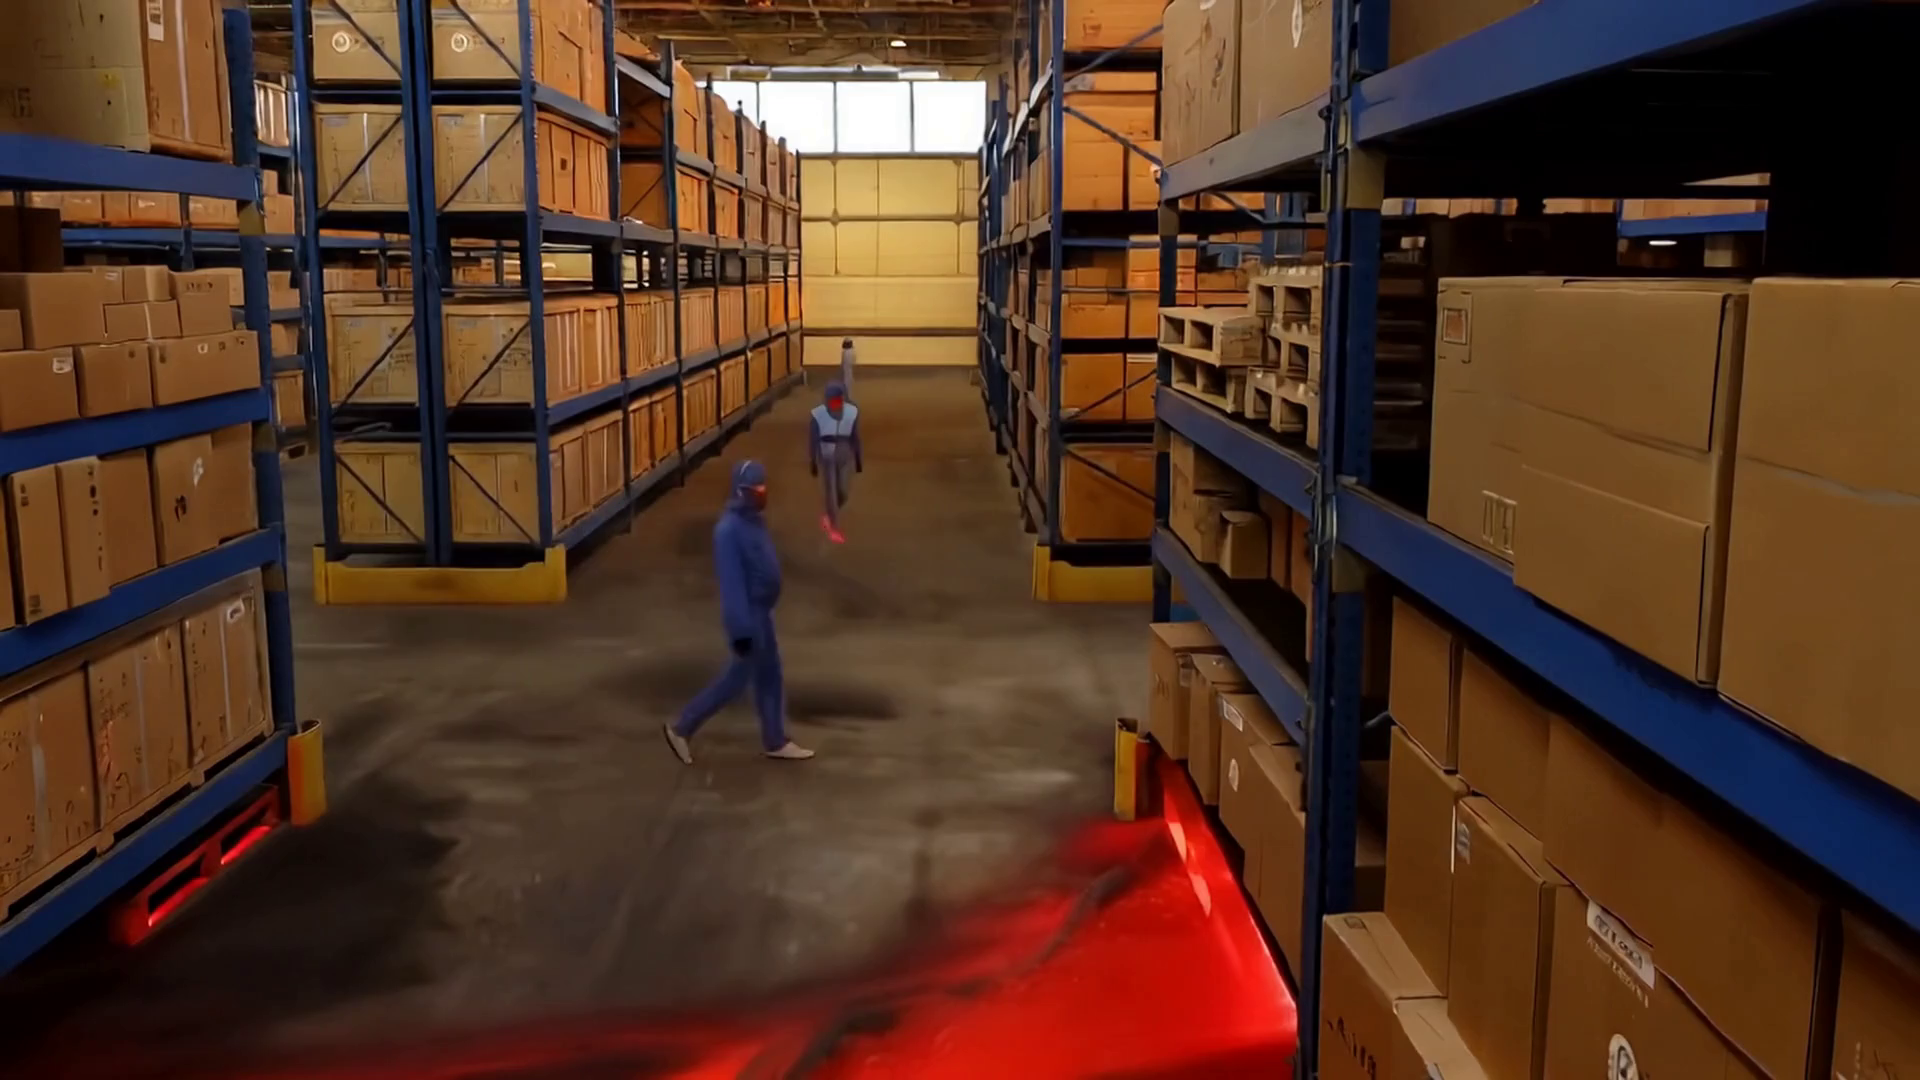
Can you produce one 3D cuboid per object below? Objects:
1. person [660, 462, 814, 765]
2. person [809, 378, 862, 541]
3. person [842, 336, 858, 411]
[{"bbox_3d":[-1.373,0.458,10.128,0.852,1.881,0.652,0,9,-2],"label":"person"},{"bbox_3d":[-1.437,-0.924,18.744,0.590,1.824,0.676,-5,10,-27],"label":"person"},{"bbox_3d":[-2.218,-3.221,33.225,0.392,1.698,0.676,3,10,17],"label":"person"}]
